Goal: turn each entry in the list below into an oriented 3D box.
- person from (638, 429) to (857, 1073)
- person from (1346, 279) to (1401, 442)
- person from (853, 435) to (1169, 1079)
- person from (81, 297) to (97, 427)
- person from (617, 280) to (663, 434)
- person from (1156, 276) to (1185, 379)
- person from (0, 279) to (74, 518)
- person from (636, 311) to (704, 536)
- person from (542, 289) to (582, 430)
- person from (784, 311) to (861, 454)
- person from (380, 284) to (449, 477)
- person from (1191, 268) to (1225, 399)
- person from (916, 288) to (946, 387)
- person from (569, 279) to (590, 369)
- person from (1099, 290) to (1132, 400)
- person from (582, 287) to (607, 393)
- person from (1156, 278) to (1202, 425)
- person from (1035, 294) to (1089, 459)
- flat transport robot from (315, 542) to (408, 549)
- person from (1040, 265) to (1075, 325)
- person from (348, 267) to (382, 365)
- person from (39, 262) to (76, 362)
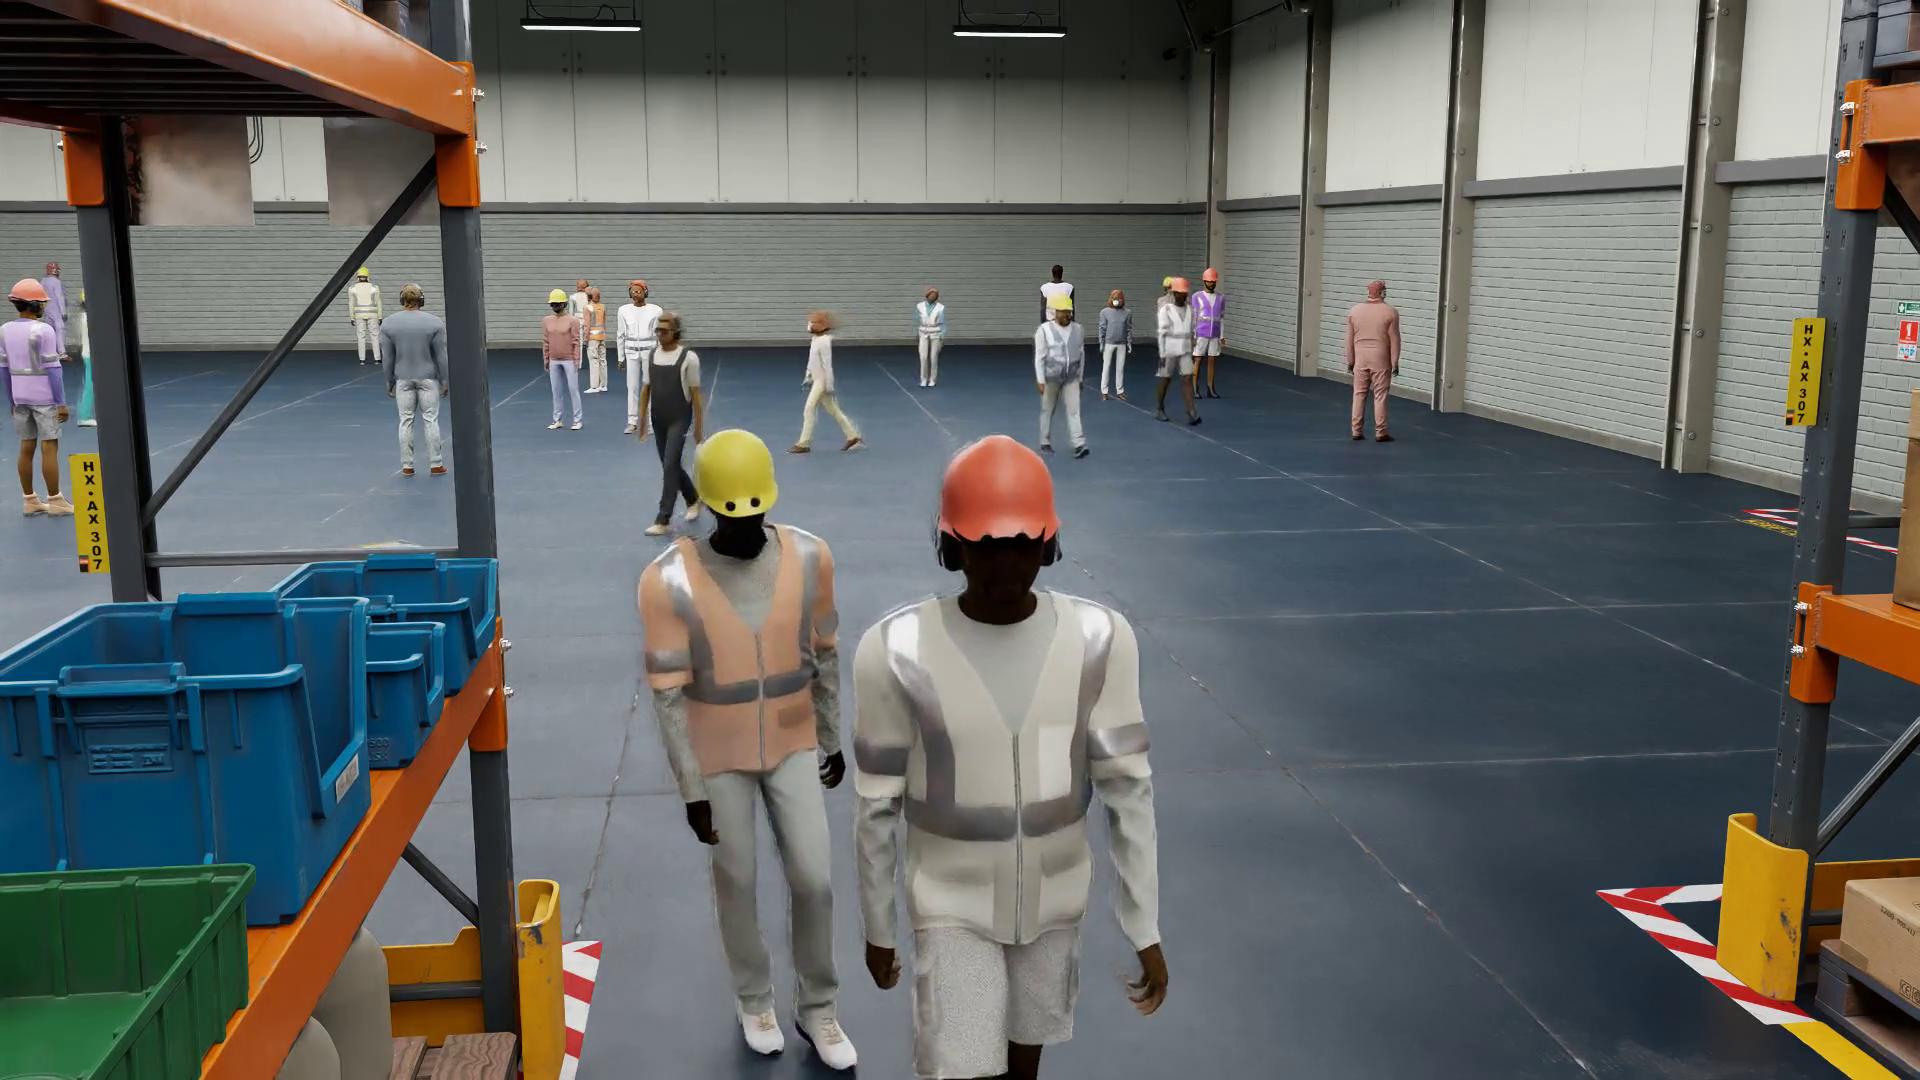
[{"bbox_3d":[-0.583,0.612,4.730,0.615,1.885,0.649,-4,11,-22],"label":"person"},{"bbox_3d":[4.886,-2.112,19.628,0.652,1.904,0.402,7,13,35],"label":"person"},{"bbox_3d":[0.120,0.798,3.418,0.613,2.004,0.976,-3,11,-14],"label":"person"},{"bbox_3d":[-10.913,-2.324,21.216,0.757,1.736,0.556,-7,13,-36],"label":"person"},{"bbox_3d":[-3.897,-2.231,20.330,0.585,1.882,0.340,0,10,1],"label":"person"},{"bbox_3d":[3.615,-3.621,28.364,0.525,1.734,0.808,-2,11,-13],"label":"person"},{"bbox_3d":[-7.930,-1.212,14.306,0.605,2.045,0.383,3,11,18],"label":"person"},{"bbox_3d":[-2.358,-0.983,13.712,0.523,1.817,0.920,4,11,22],"label":"person"},{"bbox_3d":[-4.973,-2.245,20.767,0.522,1.759,0.350,3,11,15],"label":"person"},{"bbox_3d":[-1.512,-1.759,18.547,0.873,1.592,0.495,-2,11,-13],"label":"person"},{"bbox_3d":[-5.448,-1.593,16.686,0.635,1.939,0.362,-1,10,-8],"label":"person"},{"bbox_3d":[3.696,-3.063,24.744,0.542,1.939,0.369,-3,11,-14],"label":"person"},{"bbox_3d":[-0.463,-3.230,26.569,0.534,1.588,0.652,2,11,11],"label":"person"},{"bbox_3d":[-6.845,-3.924,30.284,0.523,1.638,0.310,-1,10,-6],"label":"person"},{"bbox_3d":[2.300,-2.873,24.542,0.501,1.631,0.287,-2,10,-9],"label":"person"},{"bbox_3d":[-5.634,-3.083,25.661,0.307,1.645,0.517,4,11,22],"label":"person"},{"bbox_3d":[2.802,-2.429,21.431,0.570,1.880,1.013,-4,11,-19],"label":"person"},{"bbox_3d":[1.112,-1.781,18.143,0.620,1.777,0.943,-3,11,-18],"label":"person"},{"bbox_3d":[-3.889,0.208,11.382,0.652,0.197,1.431,-9,13,-41],"label":"flat transport robot"},{"bbox_3d":[1.693,-3.814,28.922,0.596,1.915,0.372,0,10,1],"label":"person"},{"bbox_3d":[-11.200,-4.218,31.380,0.588,1.829,0.403,-3,11,-14],"label":"person"},{"bbox_3d":[-17.468,-4.403,32.175,0.636,1.911,0.406,6,12,32],"label":"person"}]
